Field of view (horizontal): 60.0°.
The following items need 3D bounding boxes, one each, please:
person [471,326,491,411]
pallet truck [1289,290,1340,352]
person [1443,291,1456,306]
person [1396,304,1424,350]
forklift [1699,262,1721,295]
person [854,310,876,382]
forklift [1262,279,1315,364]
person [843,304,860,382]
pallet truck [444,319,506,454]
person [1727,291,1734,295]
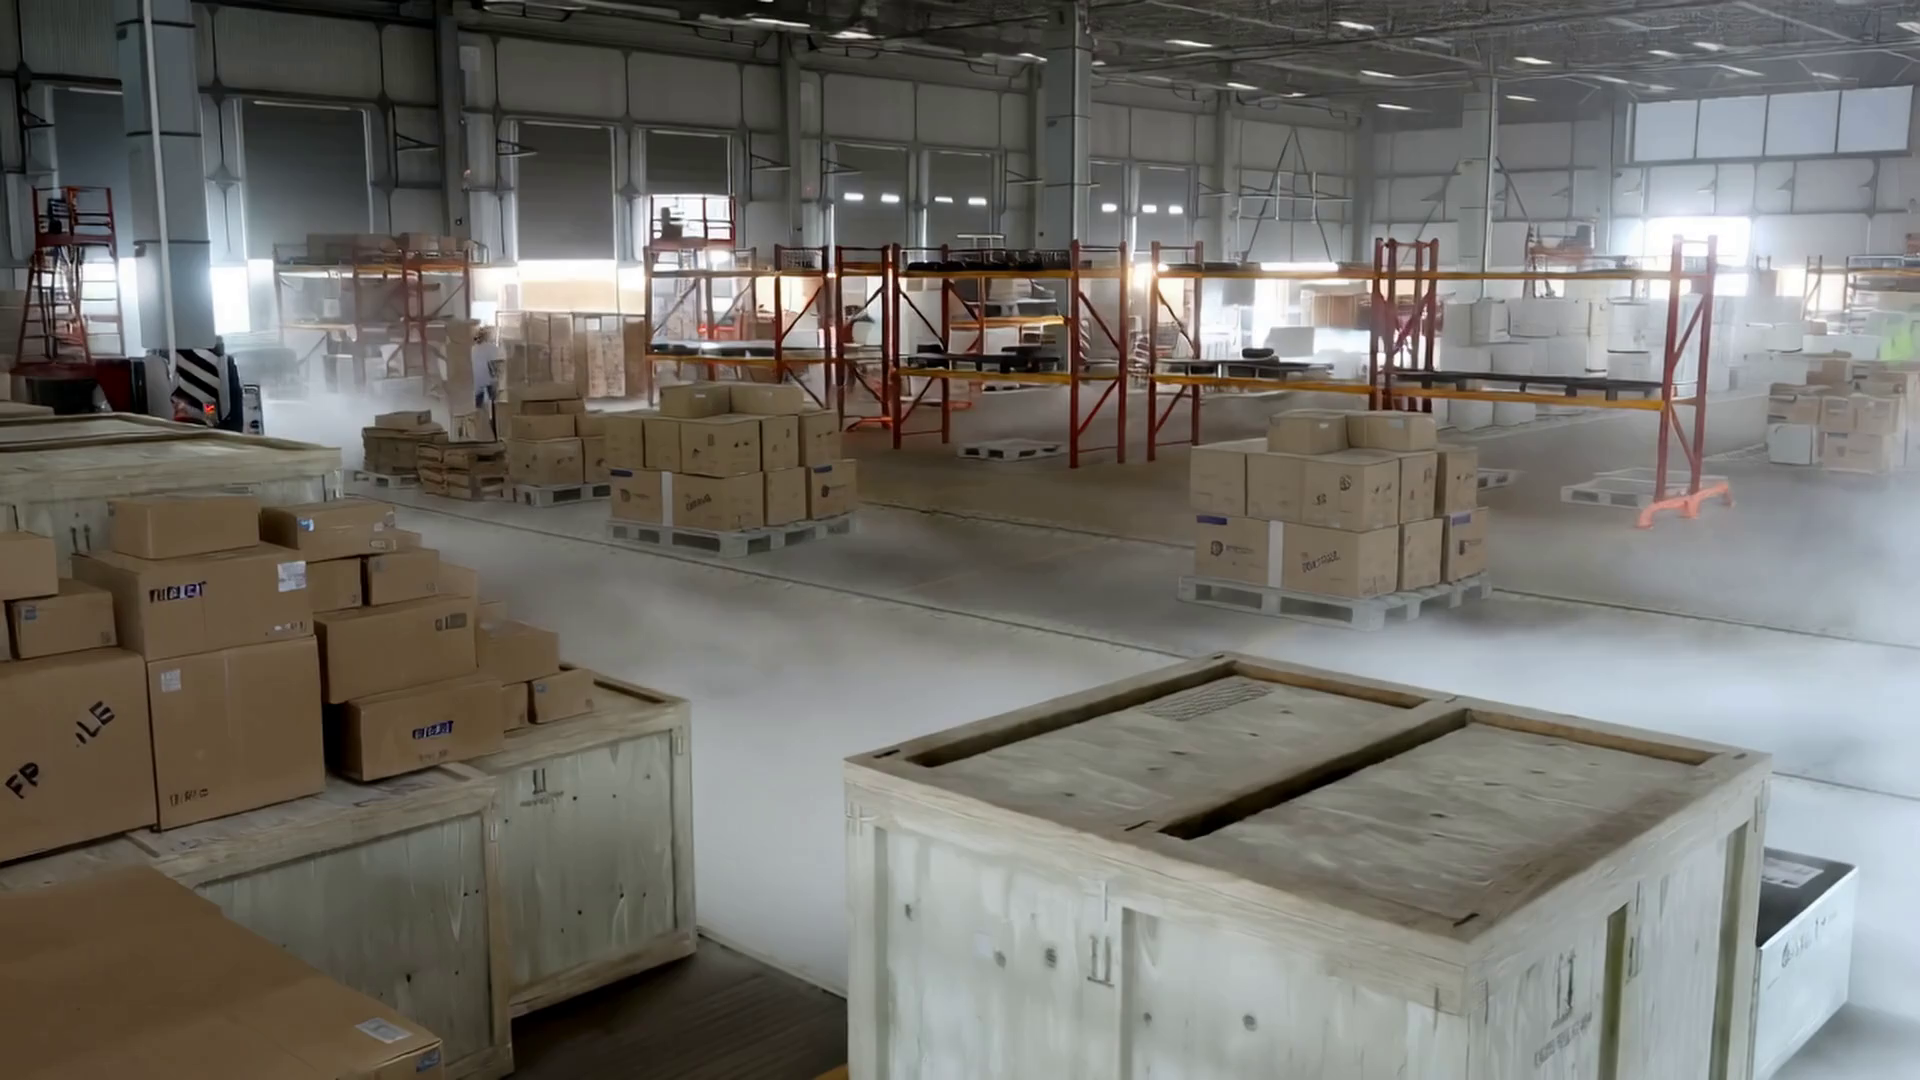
[{"bbox_3d":[-7.271,-2.306,24.906,0.555,1.822,0.946,3,10,19],"label":"person"},{"bbox_3d":[11.297,-6.951,52.861,1.885,1.965,0.823,-5,11,-29],"label":"pallet truck"},{"bbox_3d":[16.037,-7.140,54.208,0.635,1.934,0.351,9,13,43],"label":"person"},{"bbox_3d":[9.900,-4.243,36.595,0.635,1.884,1.014,5,10,26],"label":"person"},{"bbox_3d":[20.095,-6.078,44.810,1.873,2.768,1.129,3,10,17],"label":"forklift"},{"bbox_3d":[-2.158,-4.370,37.860,0.502,1.725,0.466,0,9,1],"label":"person"},{"bbox_3d":[8.555,-6.090,44.881,1.873,2.768,1.129,9,13,43],"label":"forklift"},{"bbox_3d":[-2.500,-4.585,38.865,0.517,1.831,0.467,2,9,13],"label":"person"},{"bbox_3d":[-6.981,-1.942,22.150,1.885,1.965,0.823,1,9,9],"label":"pallet truck"},{"bbox_3d":[25.087,-7.138,54.233,0.558,1.921,0.389,7,11,35],"label":"person"}]
